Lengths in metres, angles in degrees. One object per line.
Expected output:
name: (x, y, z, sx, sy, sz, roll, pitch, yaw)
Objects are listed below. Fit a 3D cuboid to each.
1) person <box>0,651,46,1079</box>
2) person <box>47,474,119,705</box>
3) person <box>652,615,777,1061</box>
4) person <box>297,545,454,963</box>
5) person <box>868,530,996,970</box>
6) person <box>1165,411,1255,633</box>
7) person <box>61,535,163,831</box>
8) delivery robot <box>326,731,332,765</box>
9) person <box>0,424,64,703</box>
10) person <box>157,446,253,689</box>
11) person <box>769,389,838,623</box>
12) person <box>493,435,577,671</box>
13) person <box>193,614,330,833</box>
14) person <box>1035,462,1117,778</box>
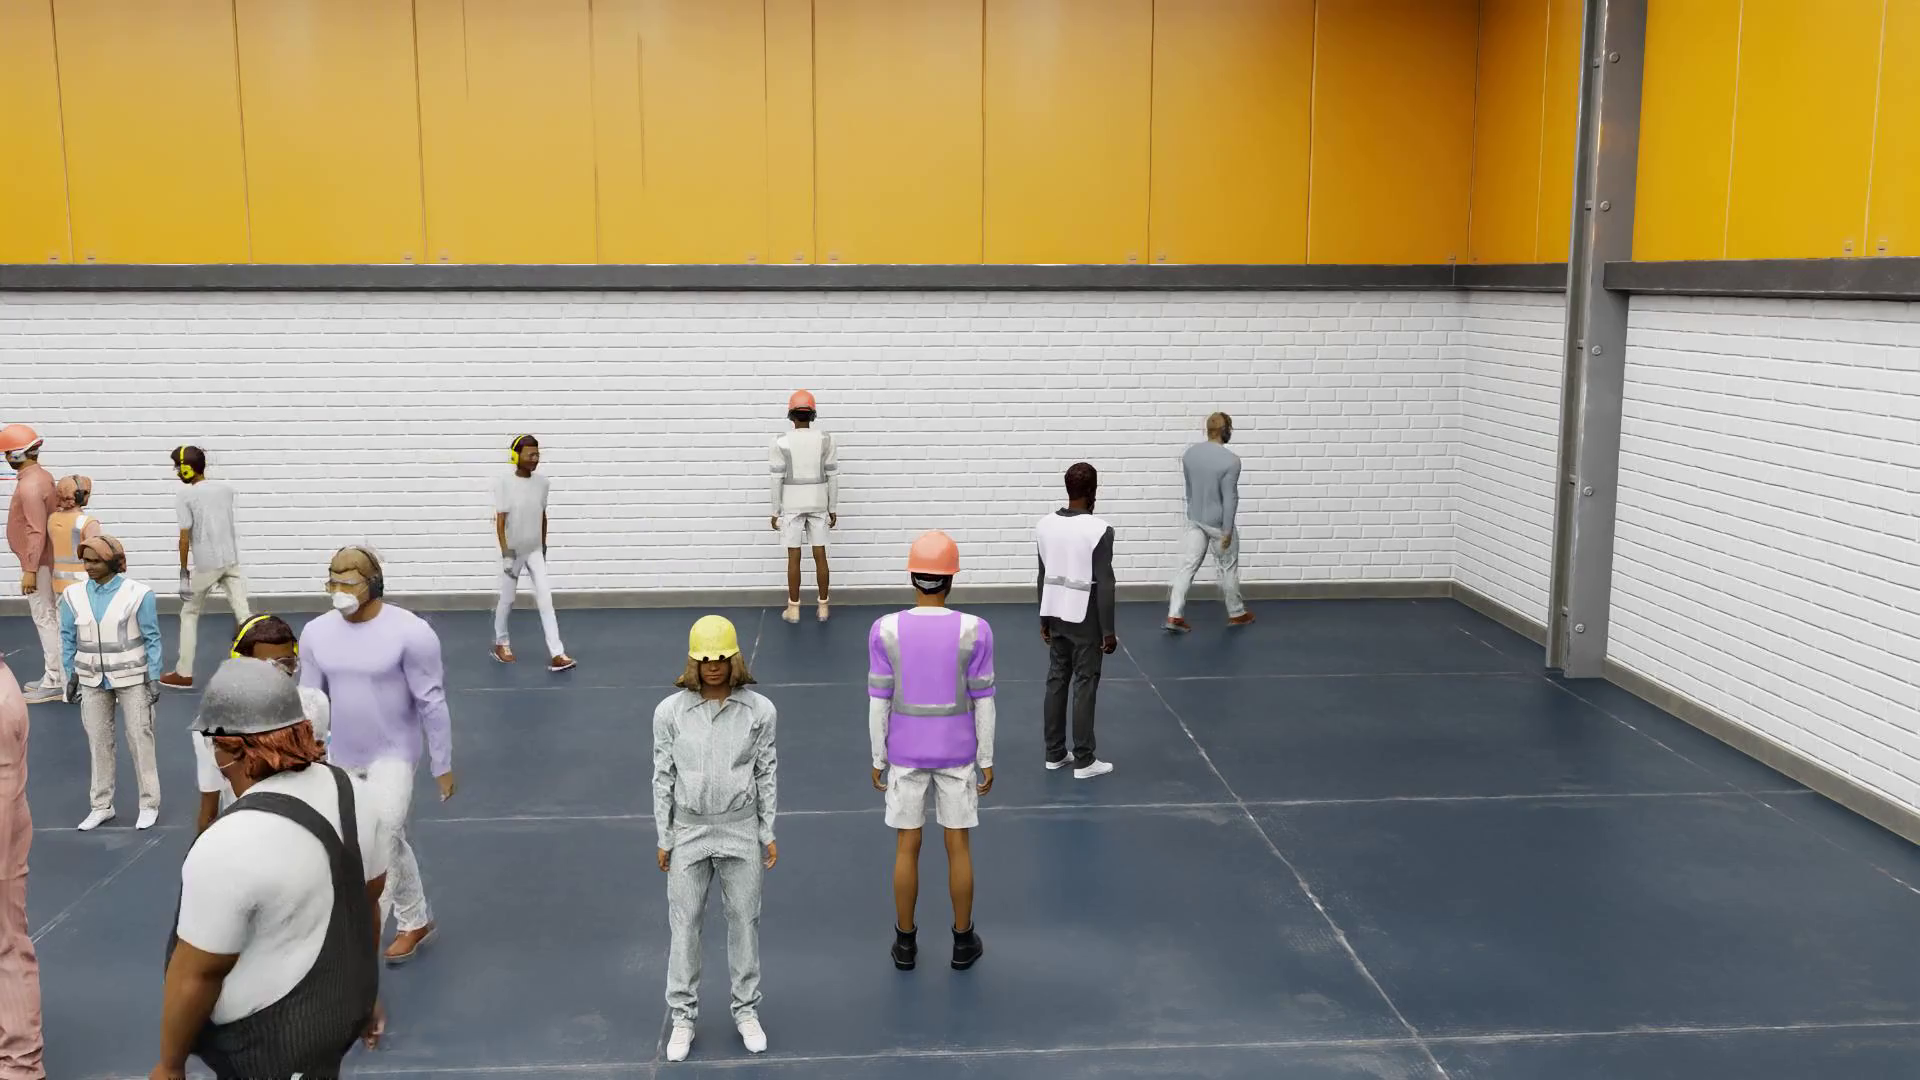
person: (-3.613, 1.122, 6.096, 0.409, 1.909, 0.640, -6, 11, -35)
person: (-6.203, 0.359, 11.712, 0.514, 1.641, 0.315, 4, 10, 25)
person: (-0.942, 1.146, 6.449, 0.483, 1.745, 0.299, -2, 9, -12)
person: (-2.553, 0.975, 7.025, 0.658, 1.894, 0.987, 3, 9, 16)
person: (-0.120, 0.919, 7.267, 0.552, 1.936, 0.358, 0, 9, 2)
person: (2.124, -0.150, 14.156, 1.011, 1.898, 0.643, -8, 12, -43)
person: (-4.621, 0.779, 9.087, 0.521, 1.636, 0.311, 0, 9, -2)
delivery robot: (-3.429, 1.281, 9.030, 0.477, 0.478, 0.707, 3, 9, 17)
person: (-6.594, 0.163, 11.861, 0.391, 1.987, 0.608, -3, 10, -20)
person: (-5.491, 0.219, 12.107, 0.844, 1.802, 0.540, 5, 11, 31)
person: (-1.370, -0.293, 14.548, 0.606, 2.044, 0.374, -3, 9, -17)
person: (-3.352, 0.098, 12.815, 0.518, 1.815, 1.010, -8, 12, -41)
person: (-2.451, 1.169, 5.964, 0.539, 1.850, 0.401, -9, 12, -43)
person: (0.695, 0.485, 10.089, 0.398, 1.911, 0.587, -9, 12, -43)
